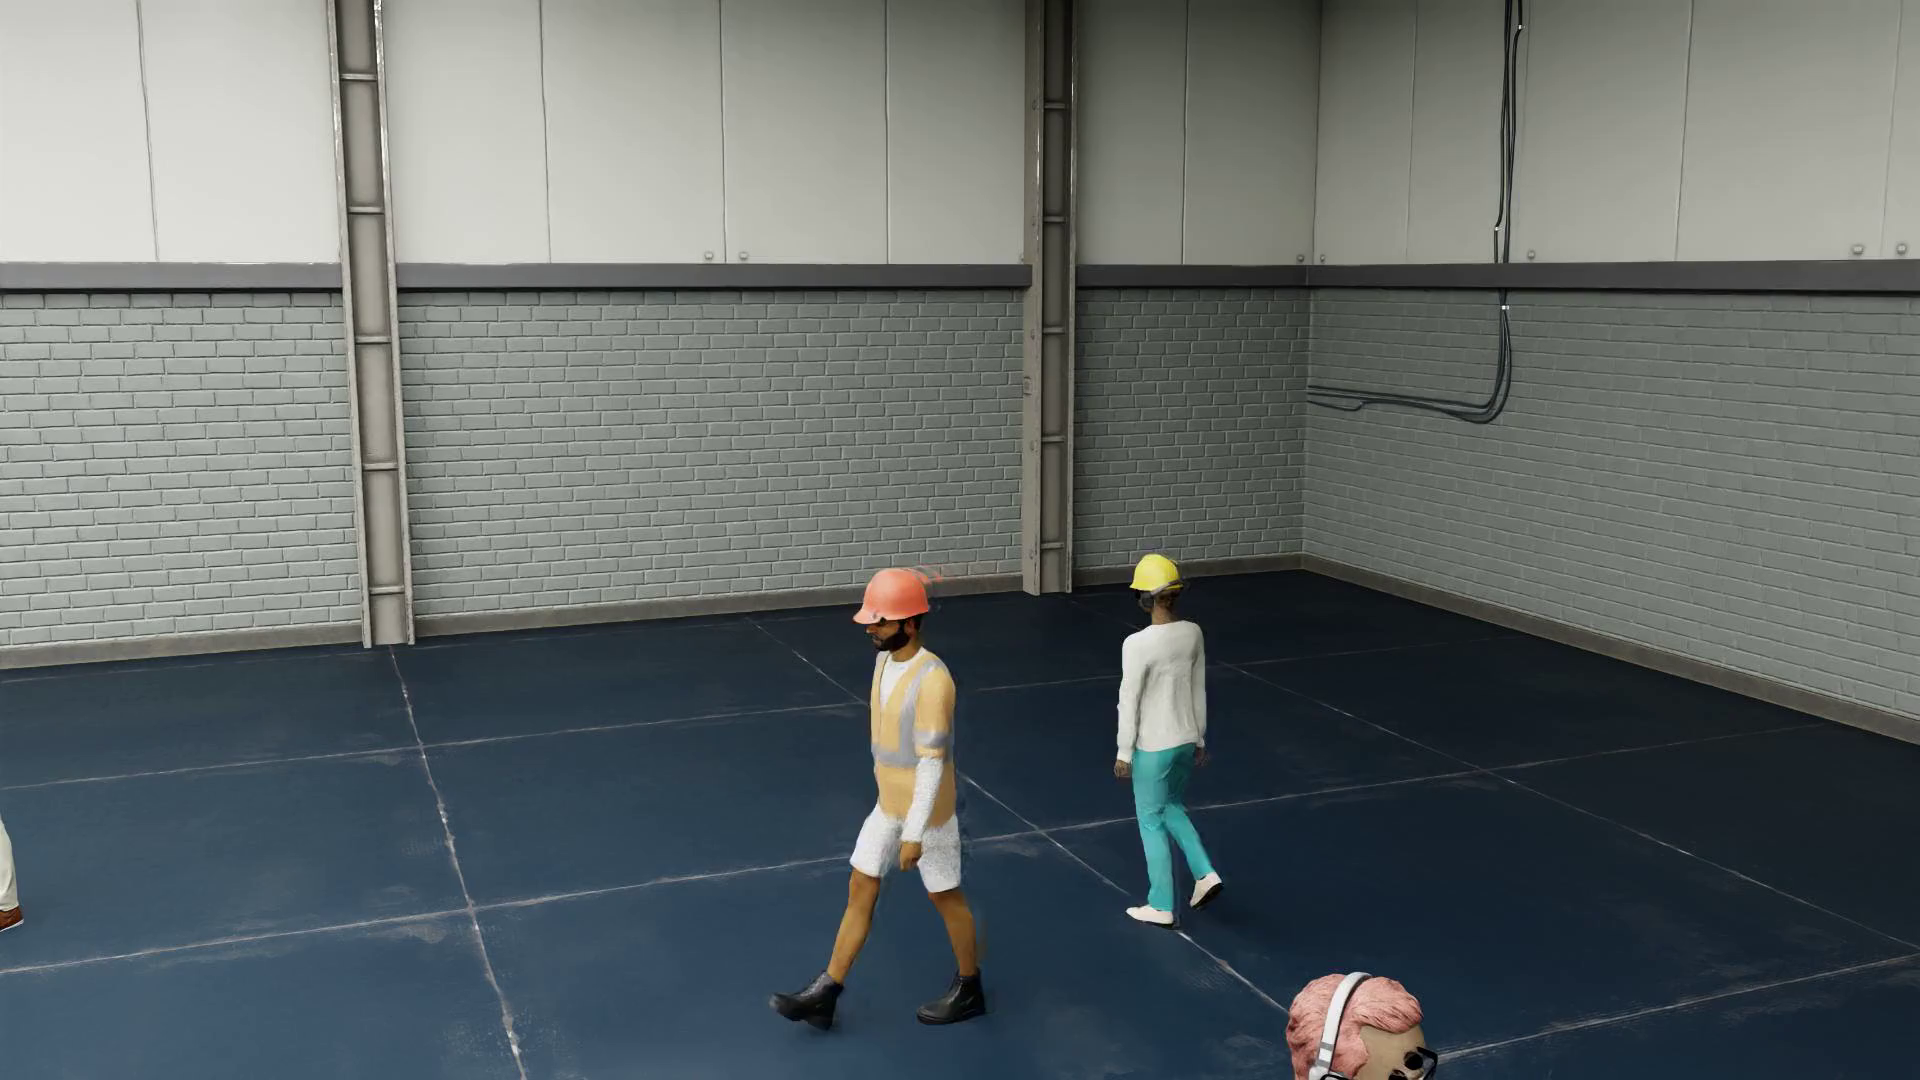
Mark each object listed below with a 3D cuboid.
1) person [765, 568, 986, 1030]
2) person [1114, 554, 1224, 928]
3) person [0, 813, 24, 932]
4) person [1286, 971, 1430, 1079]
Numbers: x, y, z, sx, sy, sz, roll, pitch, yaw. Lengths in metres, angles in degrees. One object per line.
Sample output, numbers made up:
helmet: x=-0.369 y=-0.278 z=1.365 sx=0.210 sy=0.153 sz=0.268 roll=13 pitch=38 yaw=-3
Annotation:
person: x=-0.300 y=1.055 z=6.556 sx=0.964 sy=1.887 sz=0.565 roll=-5 pitch=10 yaw=-29
person: x=0.936 y=0.940 z=7.737 sx=0.410 sy=1.753 sz=0.524 roll=9 pitch=13 yaw=44
person: x=-4.595 y=0.900 z=7.638 sx=0.509 sy=1.863 sz=0.311 roll=7 pitch=11 yaw=37
person: x=0.647 y=1.643 z=2.820 sx=0.407 sy=1.908 sz=0.641 roll=5 pitch=10 yaw=28
